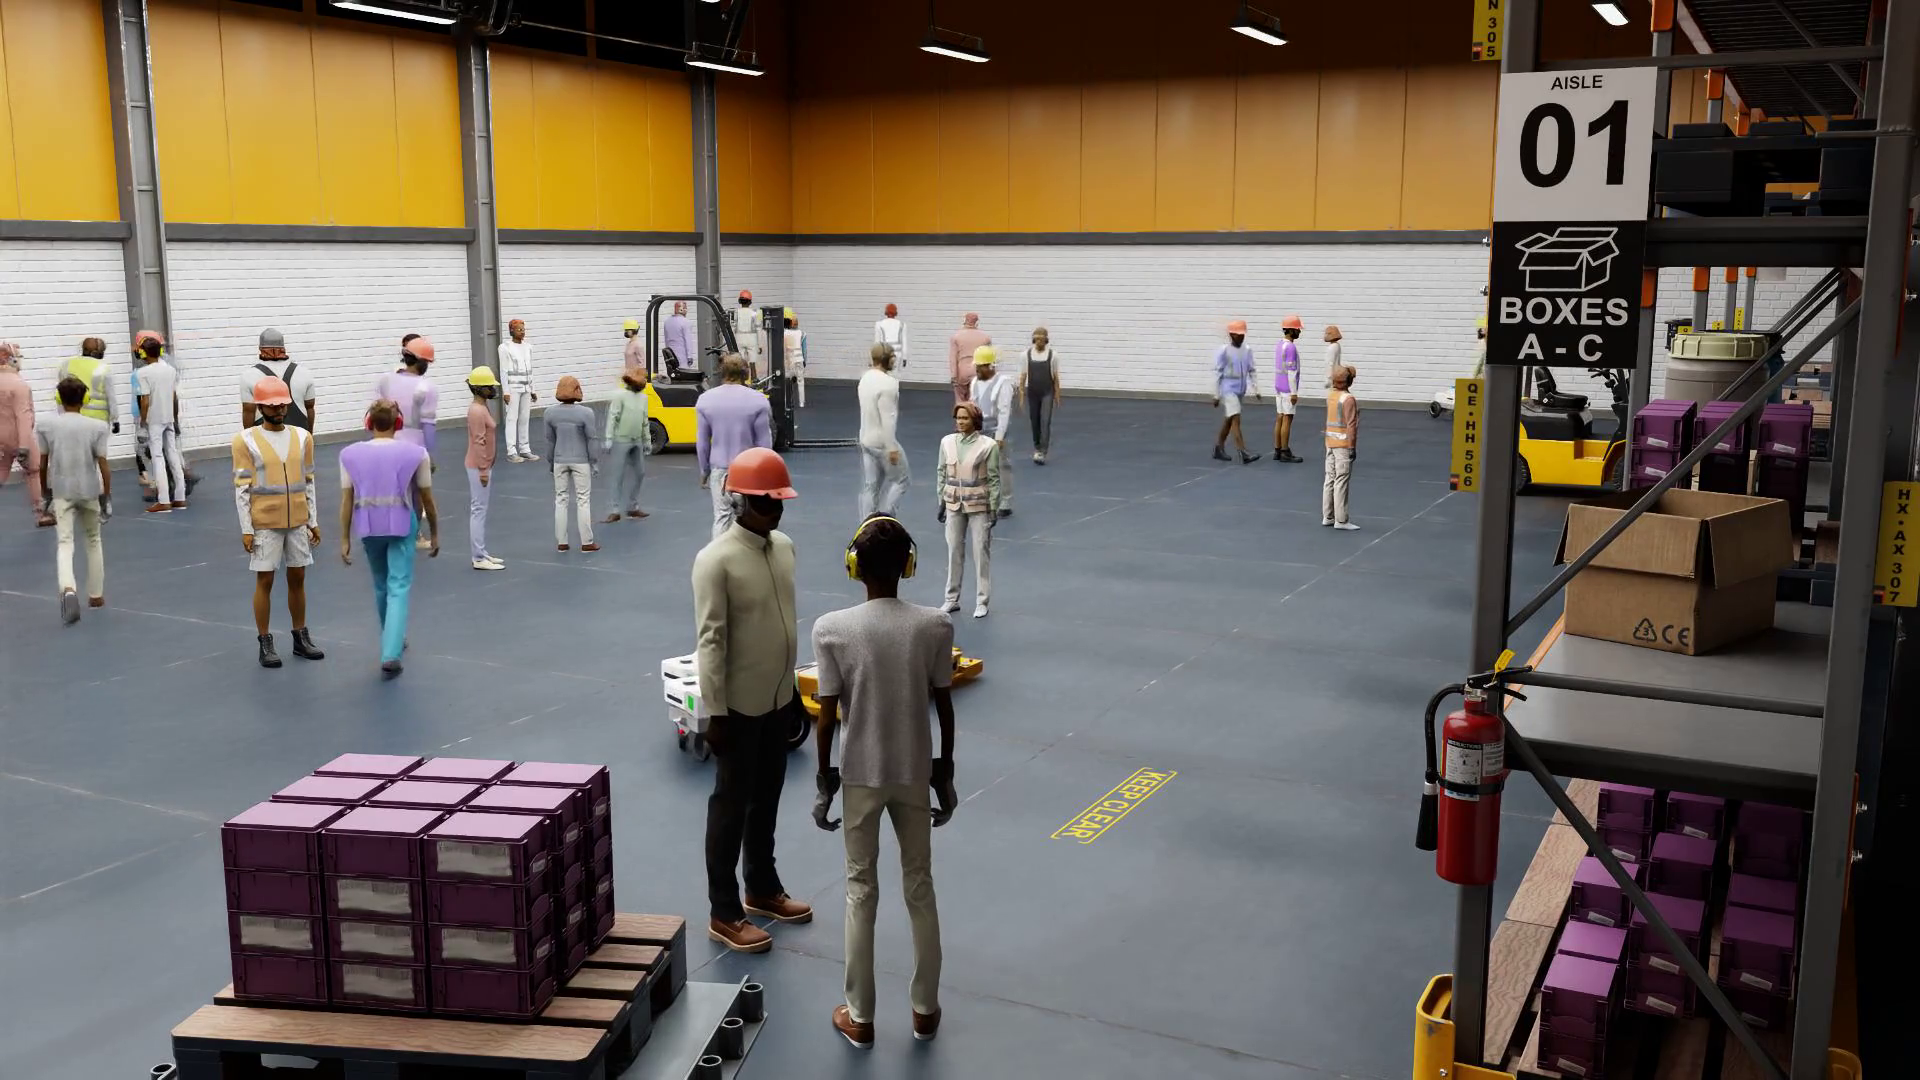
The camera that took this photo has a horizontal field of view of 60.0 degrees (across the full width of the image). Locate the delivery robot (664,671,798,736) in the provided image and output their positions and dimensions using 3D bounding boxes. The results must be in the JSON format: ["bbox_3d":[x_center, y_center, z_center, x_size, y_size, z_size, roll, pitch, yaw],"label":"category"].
[{"bbox_3d":[-1.261,0.851,9.175,0.707,0.478,0.477,-7,12,-36],"label":"delivery robot"}]

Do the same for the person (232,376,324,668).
[{"bbox_3d":[-4.538,-0.128,11.114,0.362,1.938,0.545,9,13,42],"label":"person"}]

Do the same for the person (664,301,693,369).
[{"bbox_3d":[-4.931,-3.265,29.386,0.642,1.902,0.399,8,13,40],"label":"person"}]

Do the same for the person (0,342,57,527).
[{"bbox_3d":[-9.402,-1.016,16.432,0.636,1.877,0.919,4,11,21],"label":"person"}]

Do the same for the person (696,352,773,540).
[{"bbox_3d":[-1.849,-0.579,13.771,0.637,1.930,0.465,1,10,5],"label":"person"}]

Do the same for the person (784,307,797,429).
[{"bbox_3d":[-2.739,-2.656,25.812,0.437,1.912,0.623,-8,13,-39],"label":"person"}]

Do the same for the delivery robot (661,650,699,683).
[{"bbox_3d":[-1.370,0.767,9.662,0.707,0.478,0.477,-9,13,-41],"label":"delivery robot"}]

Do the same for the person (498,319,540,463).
[{"bbox_3d":[-5.806,-1.963,21.900,0.355,1.882,0.576,5,11,28],"label":"person"}]

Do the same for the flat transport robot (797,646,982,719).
[{"bbox_3d":[-0.499,0.839,10.334,0.652,0.197,1.431,6,11,31],"label":"flat transport robot"}]

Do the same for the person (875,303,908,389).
[{"bbox_3d":[-1.219,-3.234,29.297,0.607,1.861,0.497,-2,10,-11],"label":"person"}]

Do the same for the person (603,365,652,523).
[{"bbox_3d":[-3.409,-0.982,17.012,0.321,1.609,0.635,7,12,34],"label":"person"}]

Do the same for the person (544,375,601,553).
[{"bbox_3d":[-3.554,-0.693,15.257,0.500,1.636,0.280,2,10,9],"label":"person"}]

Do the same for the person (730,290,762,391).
[{"bbox_3d":[-4.070,-3.728,31.647,0.616,2.041,0.377,0,10,-1],"label":"person"}]

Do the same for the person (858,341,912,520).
[{"bbox_3d":[-0.684,-0.891,15.558,0.516,1.925,0.654,-5,11,-29],"label":"person"}]

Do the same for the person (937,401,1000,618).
[{"bbox_3d":[0.062,-0.233,12.580,0.513,1.642,0.313,5,11,27],"label":"person"}]

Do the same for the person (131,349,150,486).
[{"bbox_3d":[-9.624,-1.491,19.689,0.320,1.698,0.537,-2,10,-11],"label":"person"}]

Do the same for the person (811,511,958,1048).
[{"bbox_3d":[-0.261,0.828,5.765,0.513,1.876,0.328,-2,10,-14],"label":"person"}]

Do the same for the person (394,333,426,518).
[{"bbox_3d":[-5.725,-1.190,17.338,0.390,1.914,0.587,-2,10,-10],"label":"person"}]

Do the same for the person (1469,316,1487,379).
[{"bbox_3d":[7.786,-2.449,24.959,0.889,1.788,0.620,9,13,41],"label":"person"}]

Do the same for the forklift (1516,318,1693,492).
[{"bbox_3d":[7.066,-1.601,18.899,2.313,2.155,1.214,5,11,27],"label":"forklift"}]

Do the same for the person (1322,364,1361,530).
[{"bbox_3d":[3.797,-0.922,16.560,0.307,1.645,0.518,-2,10,-14],"label":"person"}]

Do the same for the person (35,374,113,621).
[{"bbox_3d":[-6.690,-0.330,12.571,0.519,1.847,0.858,-4,11,-24],"label":"person"}]

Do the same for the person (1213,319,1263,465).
[{"bbox_3d":[3.632,-1.933,21.715,0.557,1.876,1.010,-7,12,-34],"label":"person"}]

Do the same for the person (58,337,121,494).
[{"bbox_3d":[-9.789,-1.371,18.701,0.656,1.811,0.532,1,10,3],"label":"person"}]

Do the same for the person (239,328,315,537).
[{"bbox_3d":[-6.544,-1.011,15.929,0.683,2.000,0.536,-8,13,-38],"label":"person"}]

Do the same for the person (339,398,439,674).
[{"bbox_3d":[-3.783,-0.038,11.013,0.591,1.801,0.975,-1,10,-6],"label":"person"}]

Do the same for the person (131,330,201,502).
[{"bbox_3d":[-8.725,-1.348,18.241,0.550,1.913,0.567,-2,10,-11],"label":"person"}]

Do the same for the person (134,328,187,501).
[{"bbox_3d":[-8.867,-1.367,18.335,0.650,1.916,0.582,5,11,27],"label":"person"}]

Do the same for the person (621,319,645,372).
[{"bbox_3d":[-4.876,-2.418,24.869,0.331,1.768,0.526,-6,12,-33],"label":"person"}]

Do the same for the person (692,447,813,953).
[{"bbox_3d":[-0.809,0.619,6.631,0.398,1.990,0.622,5,11,26],"label":"person"}]

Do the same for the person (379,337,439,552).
[{"bbox_3d":[-5.032,-0.821,14.994,0.676,1.996,0.853,3,10,19],"label":"person"}]

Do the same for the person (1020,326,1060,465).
[{"bbox_3d":[1.057,-1.905,21.815,0.514,1.814,0.951,2,10,12],"label":"person"}]

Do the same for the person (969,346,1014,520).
[{"bbox_3d":[0.258,-1.074,16.998,0.617,1.787,0.816,9,13,43],"label":"person"}]

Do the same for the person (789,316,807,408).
[{"bbox_3d":[-2.950,-3.145,29.444,0.519,1.640,0.307,-5,11,-26],"label":"person"}]

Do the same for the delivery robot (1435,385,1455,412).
[{"bbox_3d":[8.197,-2.323,27.550,0.477,0.478,0.707,-3,10,-17],"label":"delivery robot"}]

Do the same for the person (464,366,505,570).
[{"bbox_3d":[-4.145,-0.626,14.495,0.327,1.769,0.525,-2,10,-13],"label":"person"}]

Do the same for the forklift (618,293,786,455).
[{"bbox_3d":[-3.588,-2.317,23.042,2.313,2.155,1.214,-1,10,-5],"label":"forklift"}]

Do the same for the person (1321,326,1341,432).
[{"bbox_3d":[5.710,-2.464,25.546,0.304,1.623,0.500,5,11,27],"label":"person"}]

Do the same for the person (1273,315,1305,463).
[{"bbox_3d":[4.329,-1.989,21.886,0.354,1.939,0.545,-1,10,-7],"label":"person"}]

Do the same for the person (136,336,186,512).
[{"bbox_3d":[-8.512,-1.222,17.661,0.319,1.865,0.521,4,11,21],"label":"person"}]

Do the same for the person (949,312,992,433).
[{"bbox_3d":[0.149,-2.467,24.902,0.669,1.859,0.936,-1,10,-7],"label":"person"}]
